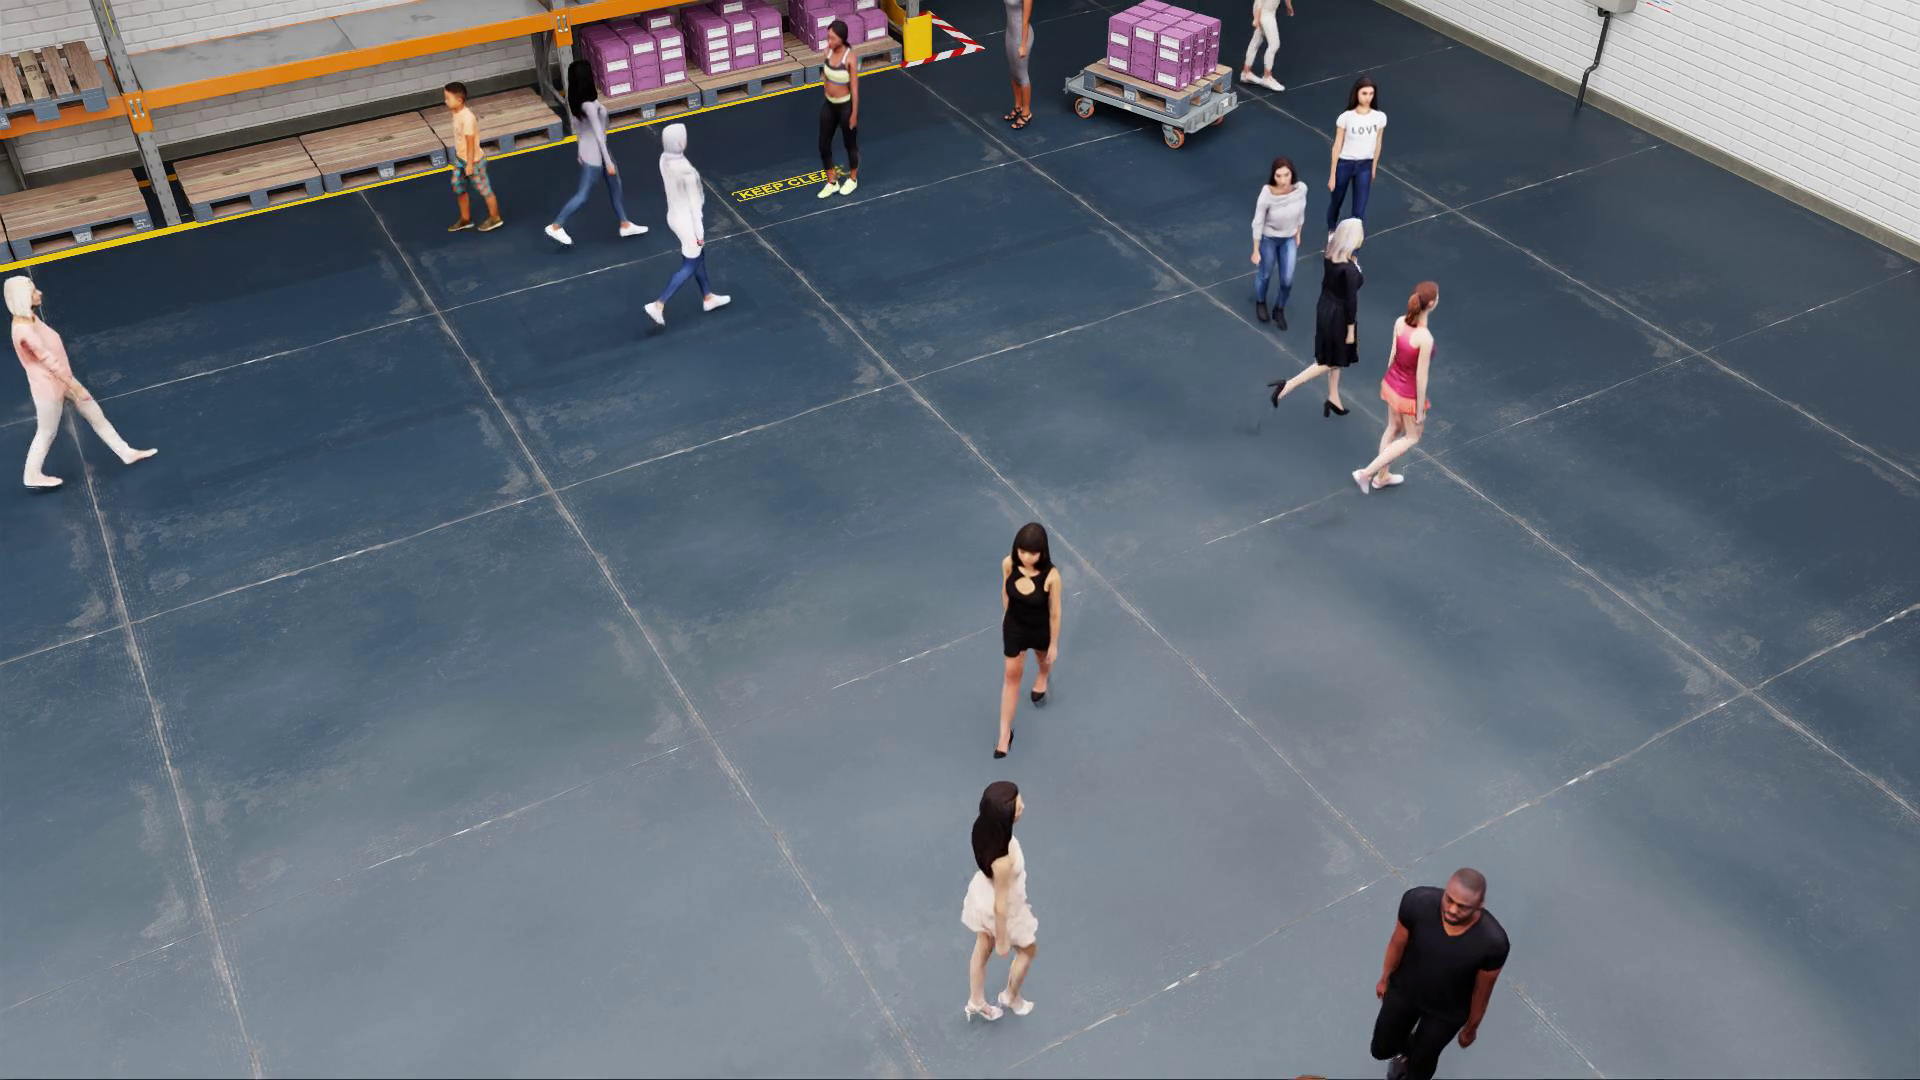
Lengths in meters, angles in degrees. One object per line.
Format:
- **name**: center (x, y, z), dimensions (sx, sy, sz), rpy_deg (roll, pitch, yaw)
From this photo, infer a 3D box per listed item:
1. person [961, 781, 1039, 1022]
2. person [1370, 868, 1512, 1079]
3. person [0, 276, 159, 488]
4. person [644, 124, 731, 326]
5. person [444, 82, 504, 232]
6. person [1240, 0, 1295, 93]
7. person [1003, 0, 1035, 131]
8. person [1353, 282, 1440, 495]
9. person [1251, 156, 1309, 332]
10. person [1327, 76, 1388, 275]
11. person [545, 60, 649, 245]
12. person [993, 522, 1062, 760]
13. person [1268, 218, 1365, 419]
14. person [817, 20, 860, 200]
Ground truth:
- **person**: center (0.097, 1.853, 8.305), dimensions (0.674, 1.725, 0.665), rpy_deg (-9, 39, -11)
- **person**: center (2.264, 2.120, 7.902), dimensions (0.823, 1.812, 0.881), rpy_deg (24, 45, 27)
- **person**: center (-6.644, -1.076, 12.014), dimensions (1.184, 1.673, 0.694), rpy_deg (-16, 41, -19)
- **person**: center (-2.353, -2.590, 13.847), dimensions (1.089, 1.752, 0.696), rpy_deg (-25, 45, -28)
- **person**: center (-4.426, -3.524, 15.263), dimensions (0.753, 1.446, 0.610), rpy_deg (-27, 46, -29)
- **person**: center (3.182, -5.657, 17.739), dimensions (0.895, 1.688, 0.848), rpy_deg (14, 41, 17)
- **person**: center (0.614, -5.092, 16.959), dimensions (0.534, 1.778, 0.596), rpy_deg (-15, 41, -18)
- **person**: center (3.119, -1.028, 11.908), dimensions (0.803, 1.731, 0.635), rpy_deg (-18, 42, -22)
- **person**: center (2.617, -2.503, 13.863), dimensions (0.716, 1.596, 0.807), rpy_deg (-10, 40, -12)
- **person**: center (3.435, -3.266, 14.715), dimensions (1.140, 1.726, 1.027), rpy_deg (-1, 39, -1)
- **person**: center (-3.388, -3.407, 14.920), dimensions (1.206, 1.690, 0.768), rpy_deg (-12, 40, -14)
- **person**: center (0.462, 0.489, 10.116), dimensions (1.007, 1.597, 1.140), rpy_deg (14, 41, 17)
- **person**: center (2.775, -1.629, 12.667), dimensions (1.021, 1.723, 0.760), rpy_deg (-9, 40, -11)
- **person**: center (-1.073, -4.107, 15.759), dimensions (0.766, 1.738, 0.844), rpy_deg (21, 43, 24)
